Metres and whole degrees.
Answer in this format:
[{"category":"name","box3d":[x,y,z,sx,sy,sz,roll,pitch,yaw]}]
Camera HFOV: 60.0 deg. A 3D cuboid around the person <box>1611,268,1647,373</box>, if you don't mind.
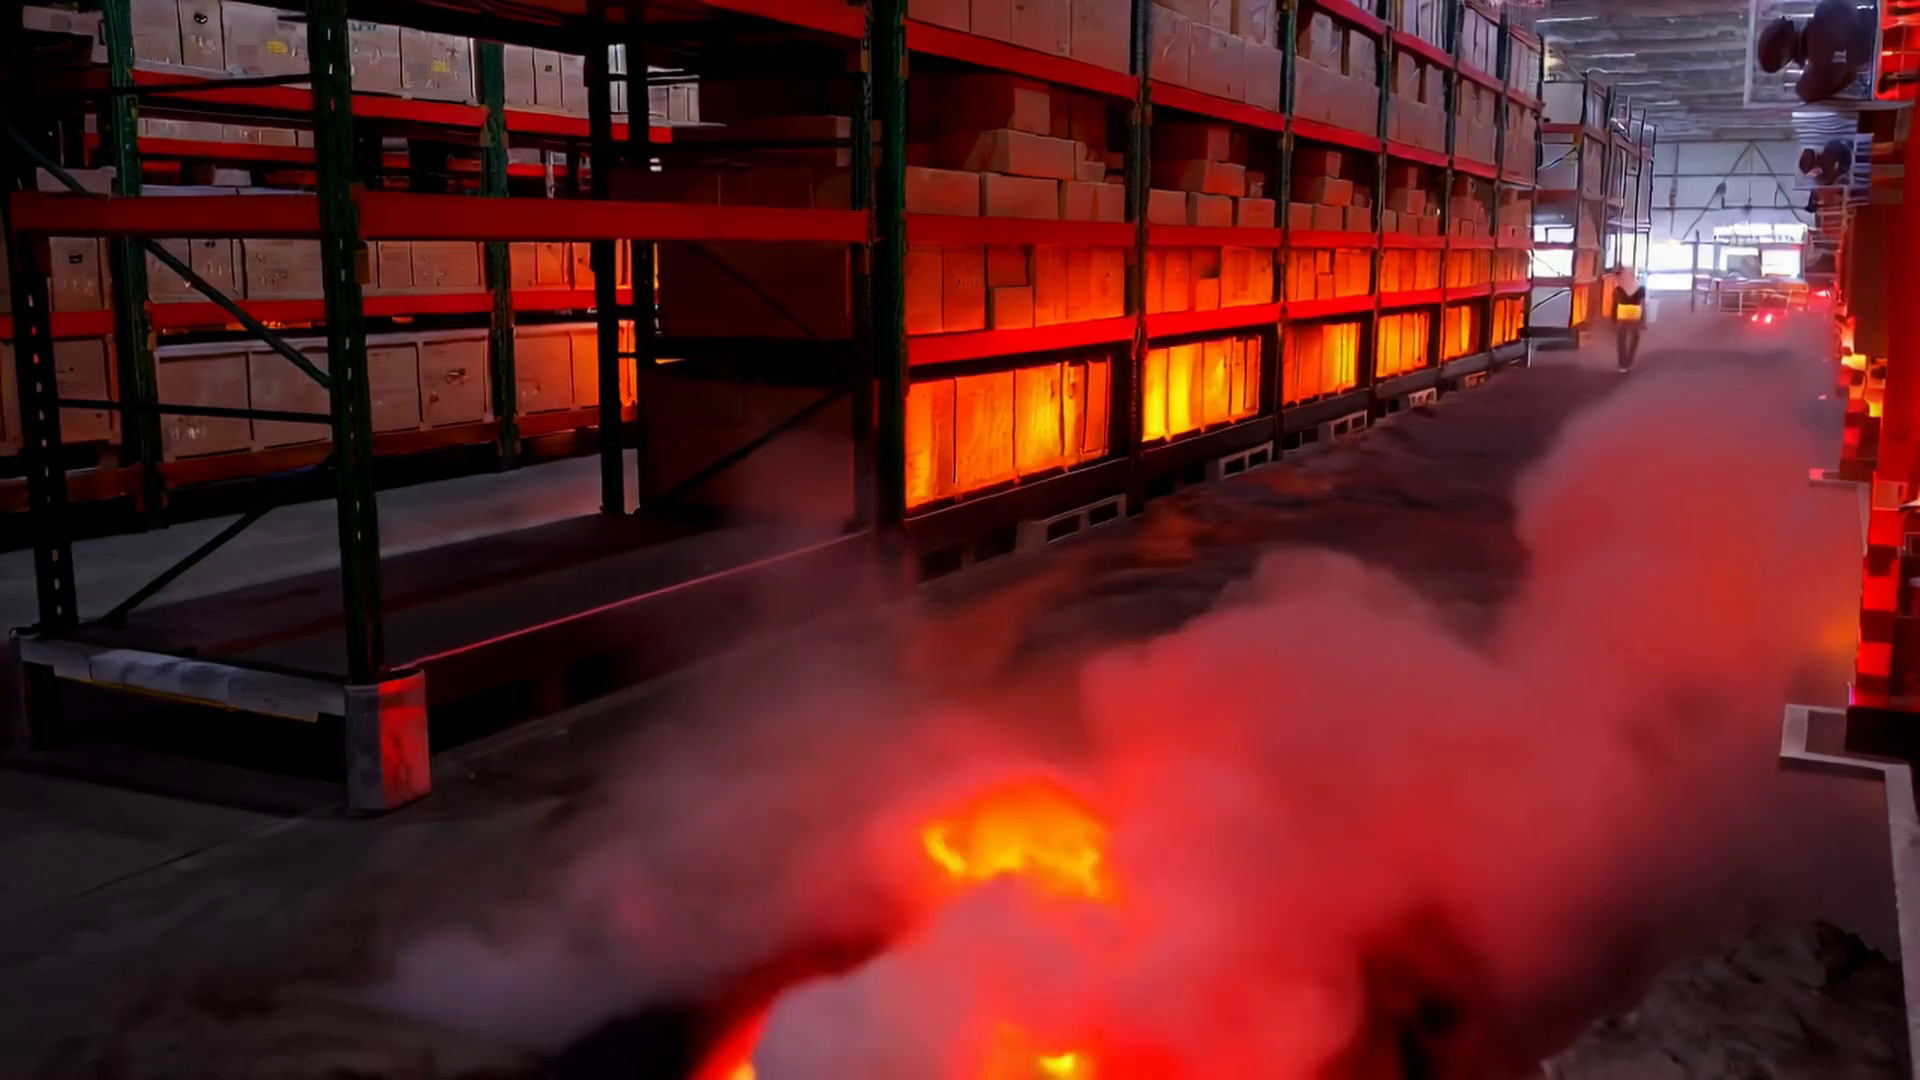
[{"category":"person","box3d":[12.116,-3.968,30.159,0.620,1.896,0.519,3,10,14]}]
